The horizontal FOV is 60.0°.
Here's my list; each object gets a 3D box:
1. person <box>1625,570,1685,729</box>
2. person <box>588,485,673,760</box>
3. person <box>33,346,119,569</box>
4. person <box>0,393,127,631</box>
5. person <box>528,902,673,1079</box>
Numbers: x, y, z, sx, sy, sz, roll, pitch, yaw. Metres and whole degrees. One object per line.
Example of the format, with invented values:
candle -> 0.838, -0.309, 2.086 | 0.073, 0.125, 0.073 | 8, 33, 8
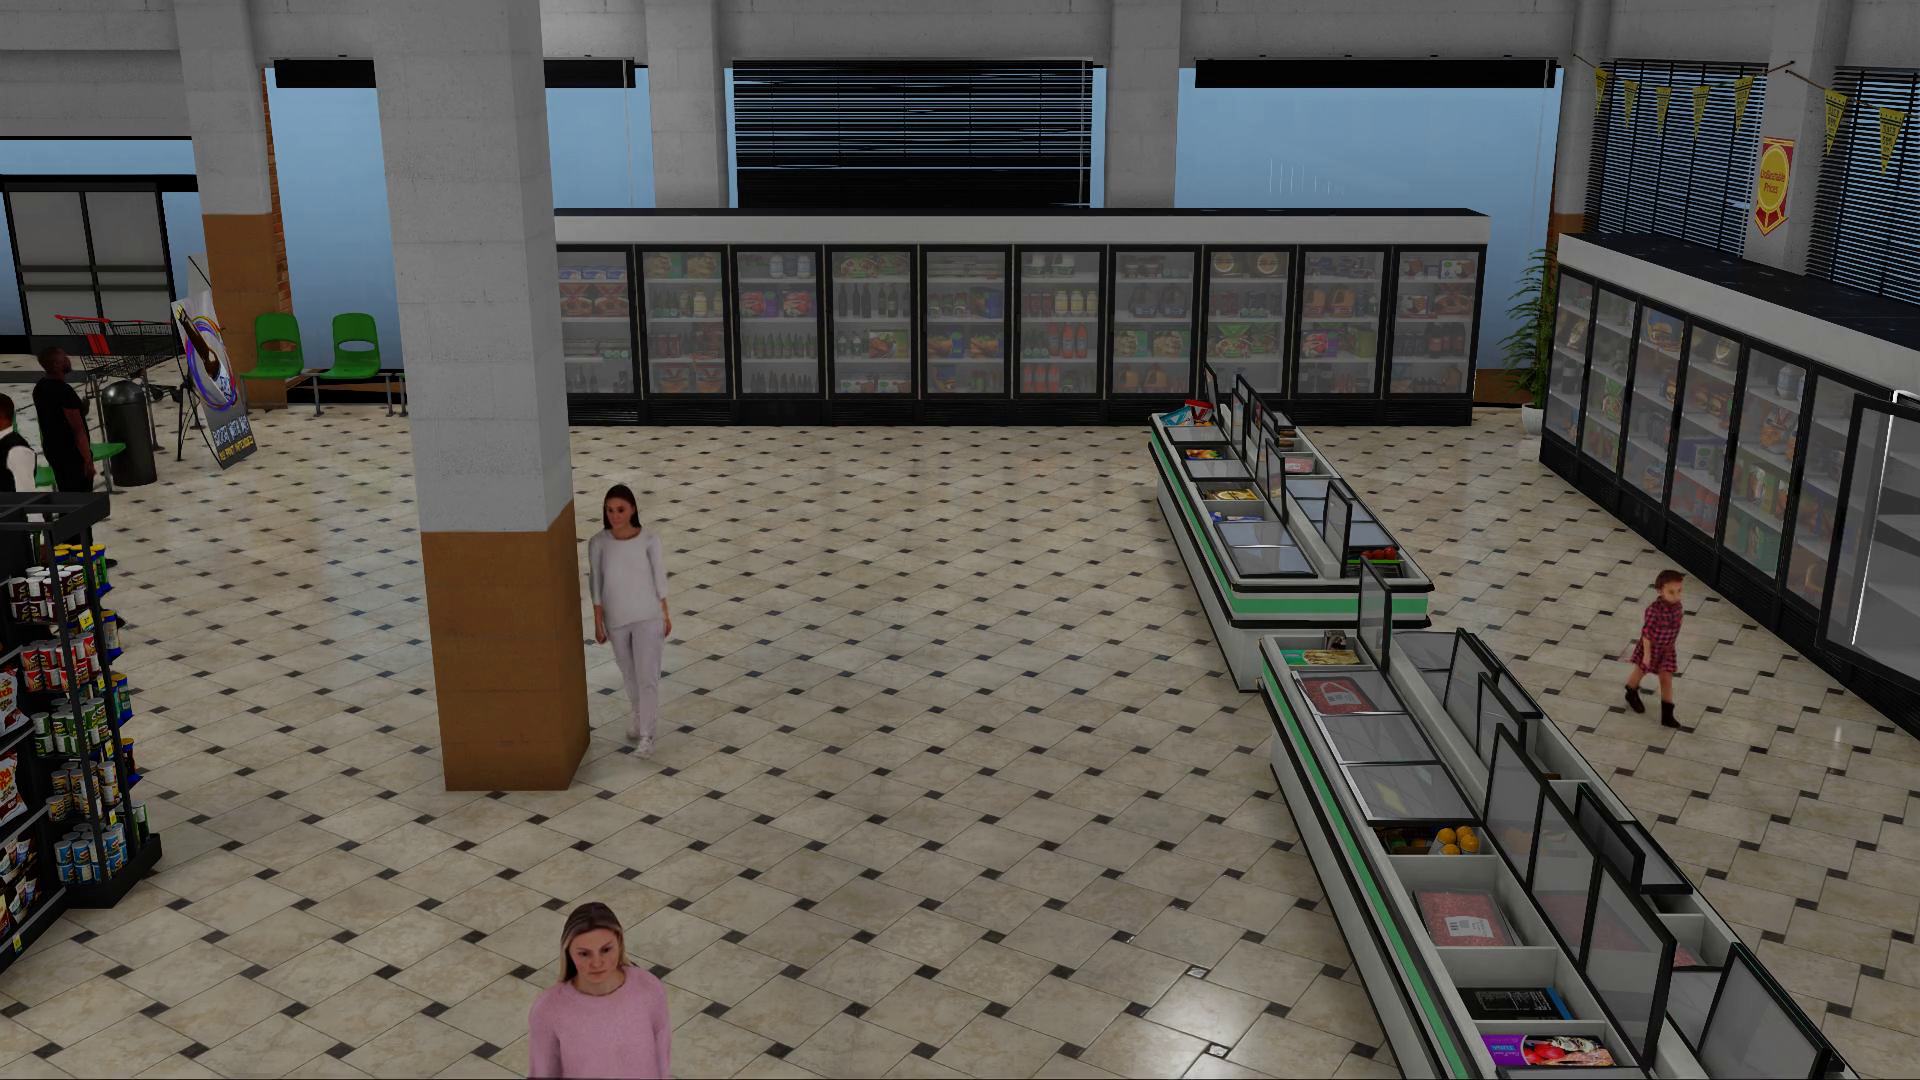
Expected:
person -> 4.359, 0.648, 10.433 | 0.523, 1.004, 0.801 | -3, 17, -10
person -> -1.940, 0.455, 9.961 | 0.599, 1.647, 0.962 | 0, 17, -1
person -> -7.133, -0.653, 13.313 | 0.751, 1.819, 0.773 | 12, 21, 35
person -> -6.240, -0.059, 11.251 | 1.230, 1.880, 1.310 | -11, 20, -32
person -> -1.100, 1.886, 5.179 | 0.674, 1.687, 0.668 | -7, 18, -23
